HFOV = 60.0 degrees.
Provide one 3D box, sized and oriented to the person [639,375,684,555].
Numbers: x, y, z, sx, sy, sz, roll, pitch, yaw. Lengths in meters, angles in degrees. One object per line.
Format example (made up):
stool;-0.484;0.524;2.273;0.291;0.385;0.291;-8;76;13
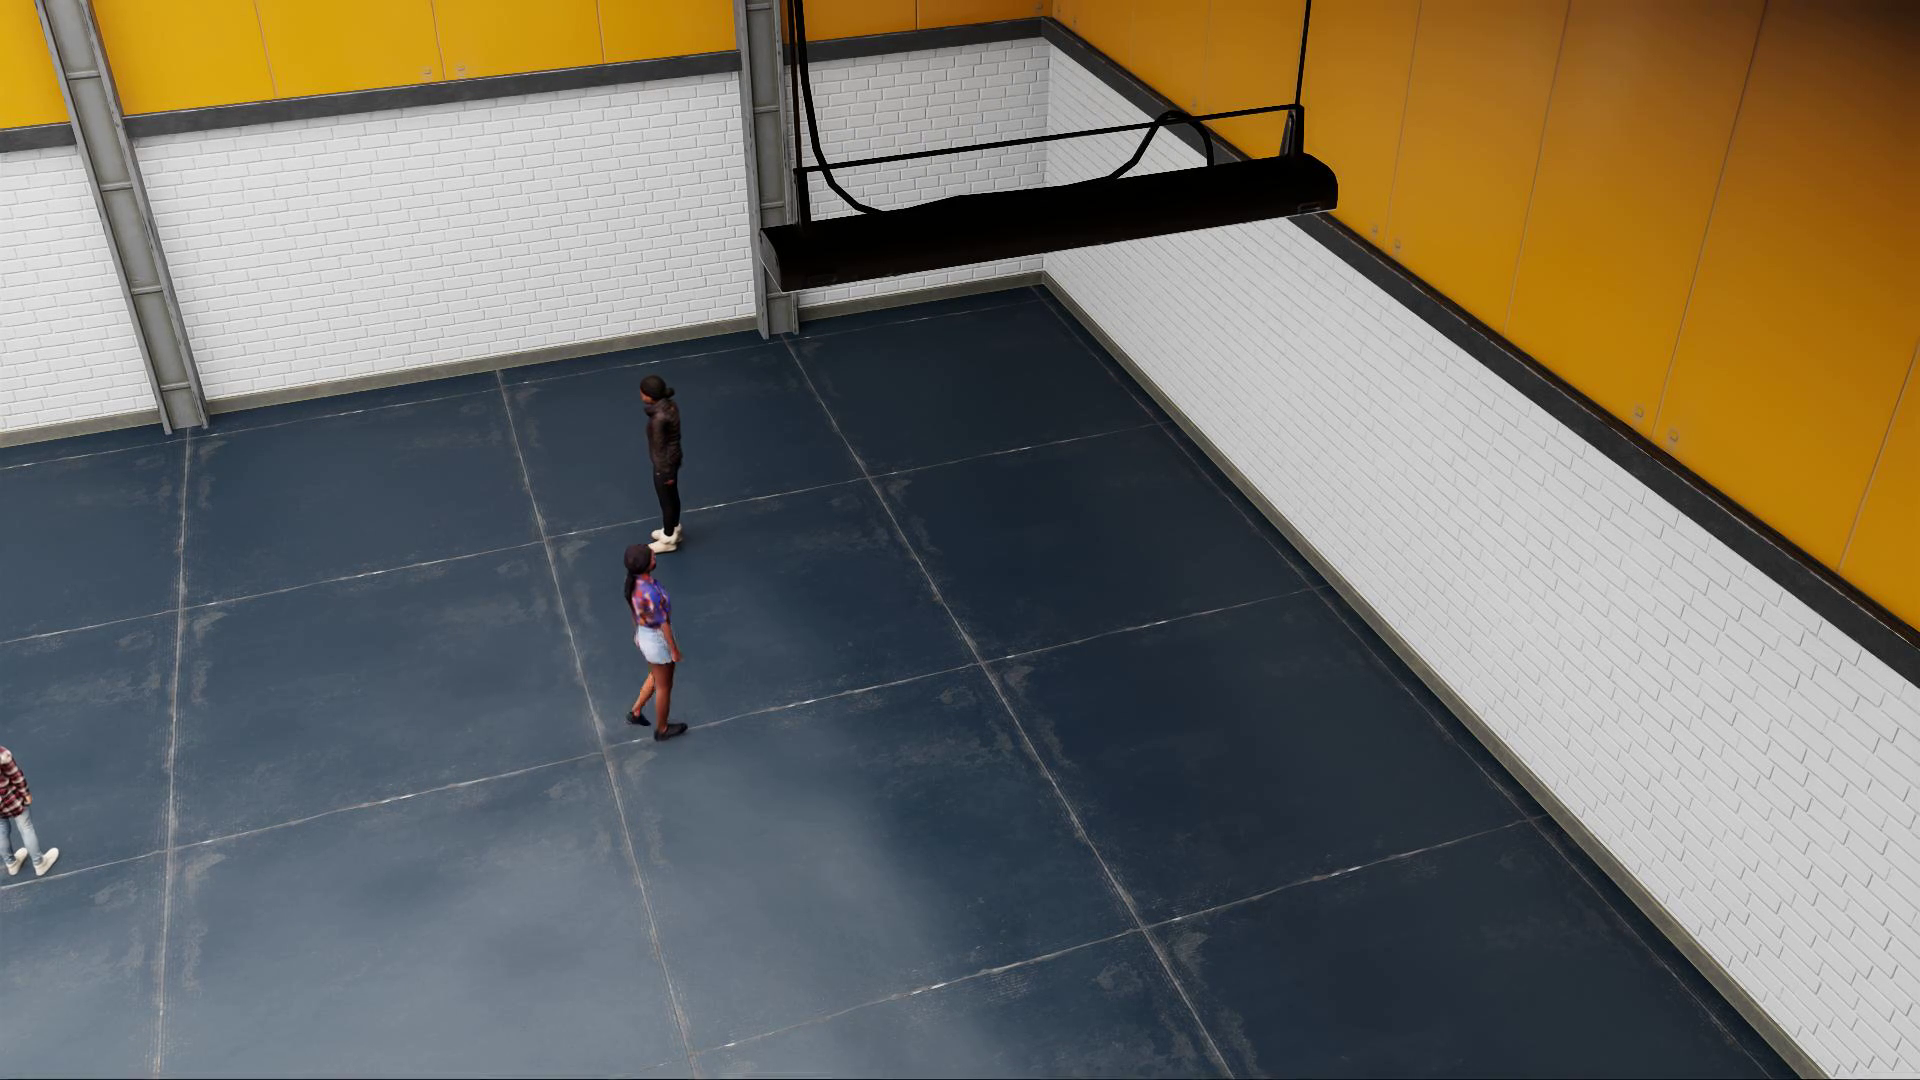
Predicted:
person;-2.495;-0.654;14.159;0.726;1.659;0.668;-2;34;-3

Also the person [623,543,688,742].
person;-2.263;0.779;11.940;0.738;1.729;0.660;-20;38;-27

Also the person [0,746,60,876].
person;-6.324;1.682;10.964;0.538;1.304;0.649;2;34;2
